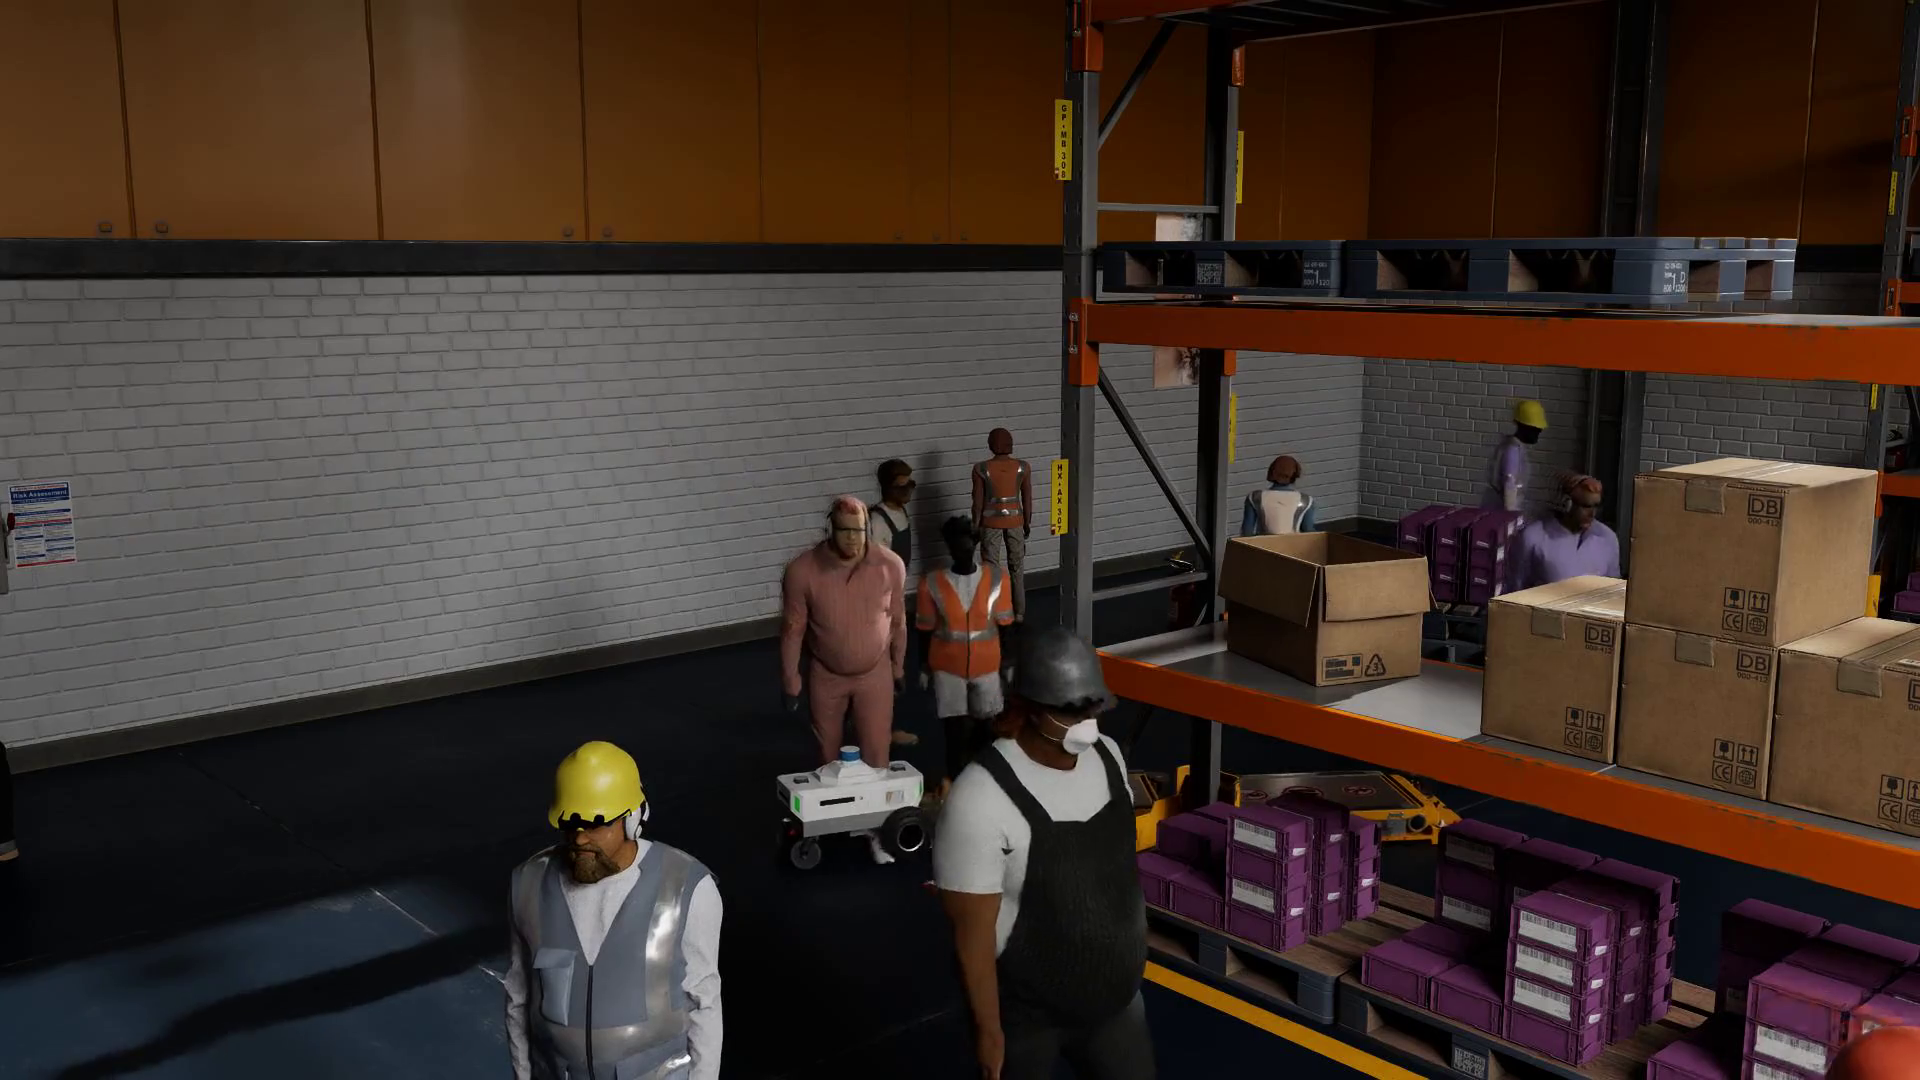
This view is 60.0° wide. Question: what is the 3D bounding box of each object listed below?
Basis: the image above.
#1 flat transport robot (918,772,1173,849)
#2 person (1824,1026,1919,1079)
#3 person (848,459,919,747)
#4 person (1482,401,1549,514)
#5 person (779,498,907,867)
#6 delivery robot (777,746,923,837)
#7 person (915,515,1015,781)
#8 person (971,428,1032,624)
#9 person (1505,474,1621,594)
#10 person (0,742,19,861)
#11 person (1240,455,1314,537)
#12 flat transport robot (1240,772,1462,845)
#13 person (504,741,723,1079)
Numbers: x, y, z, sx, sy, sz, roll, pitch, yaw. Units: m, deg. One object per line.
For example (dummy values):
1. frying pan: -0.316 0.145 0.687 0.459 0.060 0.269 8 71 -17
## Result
1. flat transport robot: 0.451 1.413 8.778 1.431 0.197 0.652 0 10 -3
2. person: 1.337 1.635 2.665 0.566 1.918 0.615 -2 10 -13
3. person: -0.531 0.385 10.308 0.595 1.822 0.563 3 10 18
4. person: 4.535 -0.205 13.599 0.759 1.870 0.611 3 10 17
5. person: -0.594 0.682 8.502 0.667 1.844 0.844 -2 10 -10
6. delivery robot: -0.557 1.286 8.418 0.707 0.478 0.477 -4 10 -22
7. person: 0.023 0.672 9.005 0.544 1.668 0.657 -1 10 -7
8. person: 0.345 -0.105 13.676 0.511 1.638 0.308 -2 10 -10
9. person: 3.414 0.521 9.466 0.664 1.844 1.046 -2 10 -13
10. person: -4.985 0.644 8.265 0.608 1.987 0.388 8 12 39
11. person: 2.277 0.190 12.043 0.535 1.612 0.624 1 10 8
12. flat transport robot: 1.885 1.416 8.760 1.431 0.197 0.652 -1 10 -6
13. person: -0.905 1.399 4.345 0.586 1.824 0.405 1 10 7
